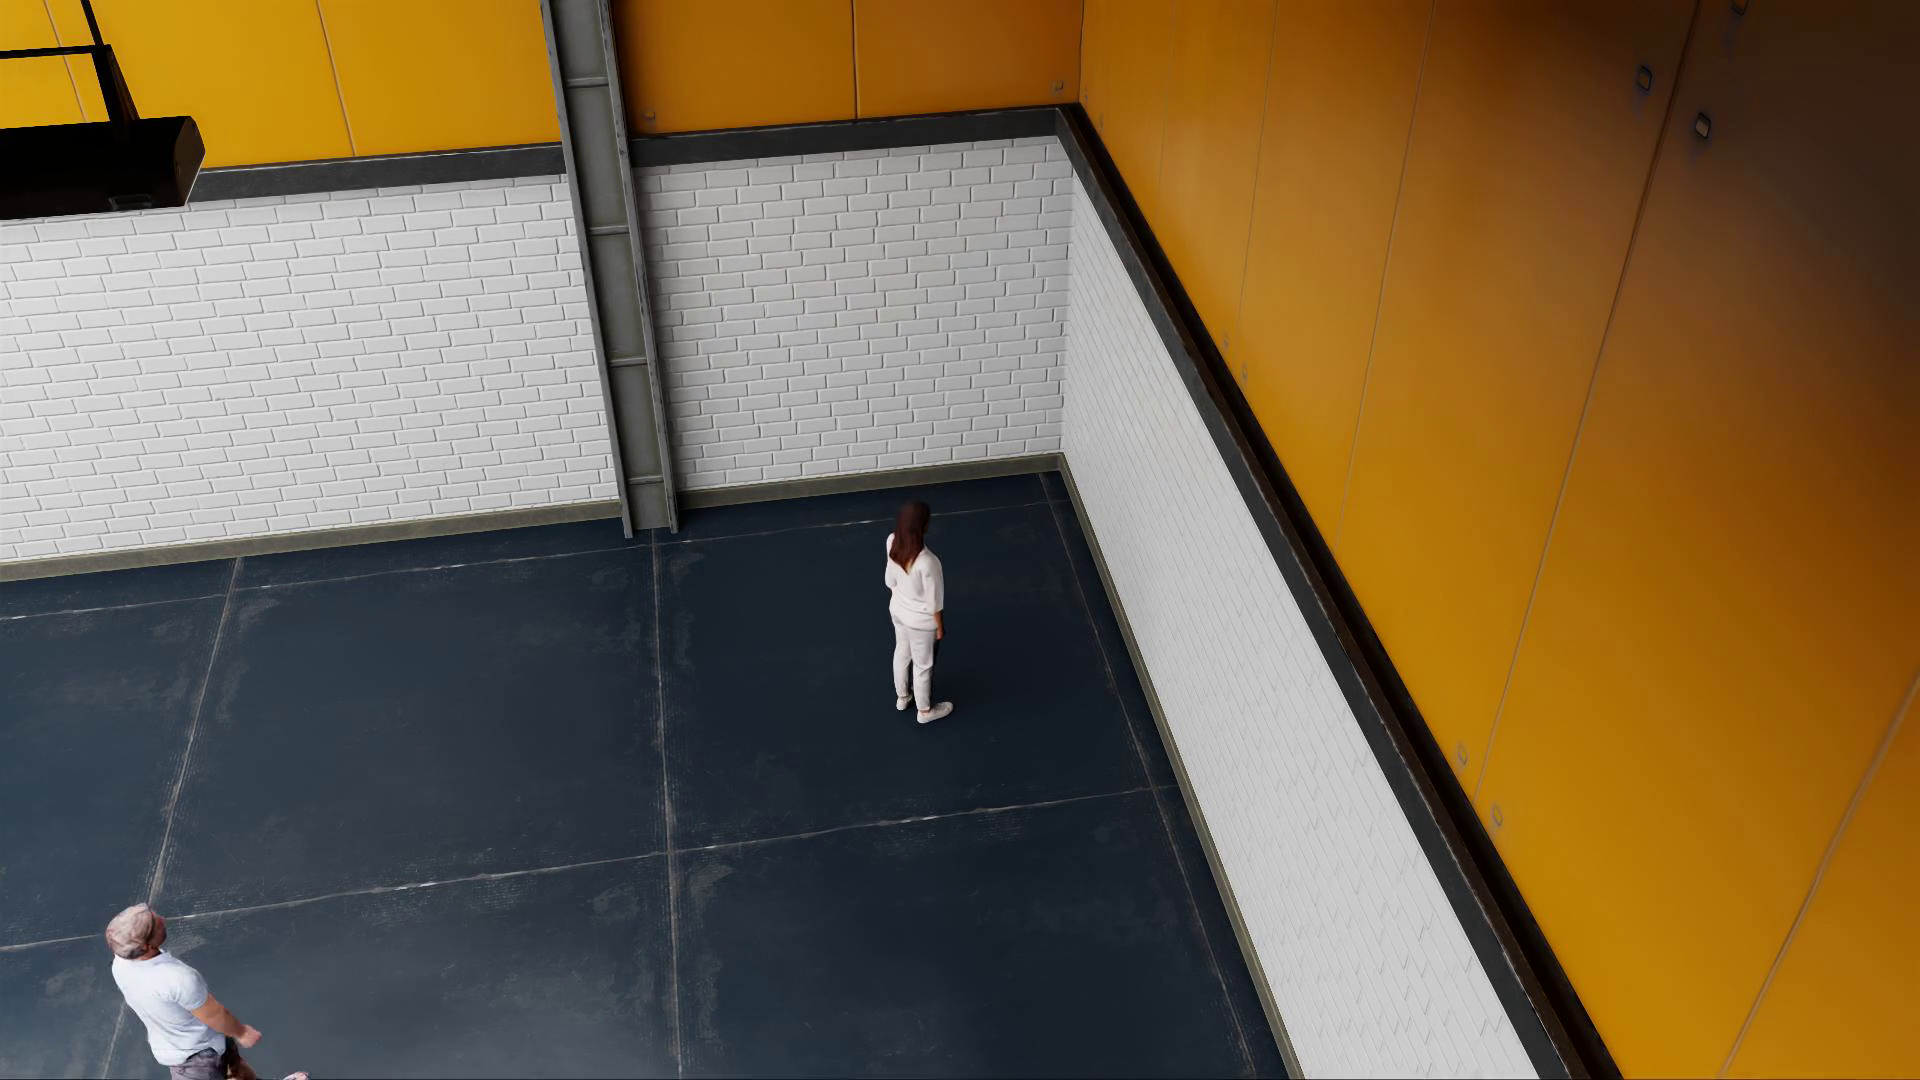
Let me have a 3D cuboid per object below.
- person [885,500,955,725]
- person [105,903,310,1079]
[{"bbox_3d":[-0.277,0.451,10.425,0.712,1.690,0.686,-31,48,-33],"label":"person"},{"bbox_3d":[-3.705,2.447,7.835,1.135,1.802,1.216,25,45,28],"label":"person"}]
